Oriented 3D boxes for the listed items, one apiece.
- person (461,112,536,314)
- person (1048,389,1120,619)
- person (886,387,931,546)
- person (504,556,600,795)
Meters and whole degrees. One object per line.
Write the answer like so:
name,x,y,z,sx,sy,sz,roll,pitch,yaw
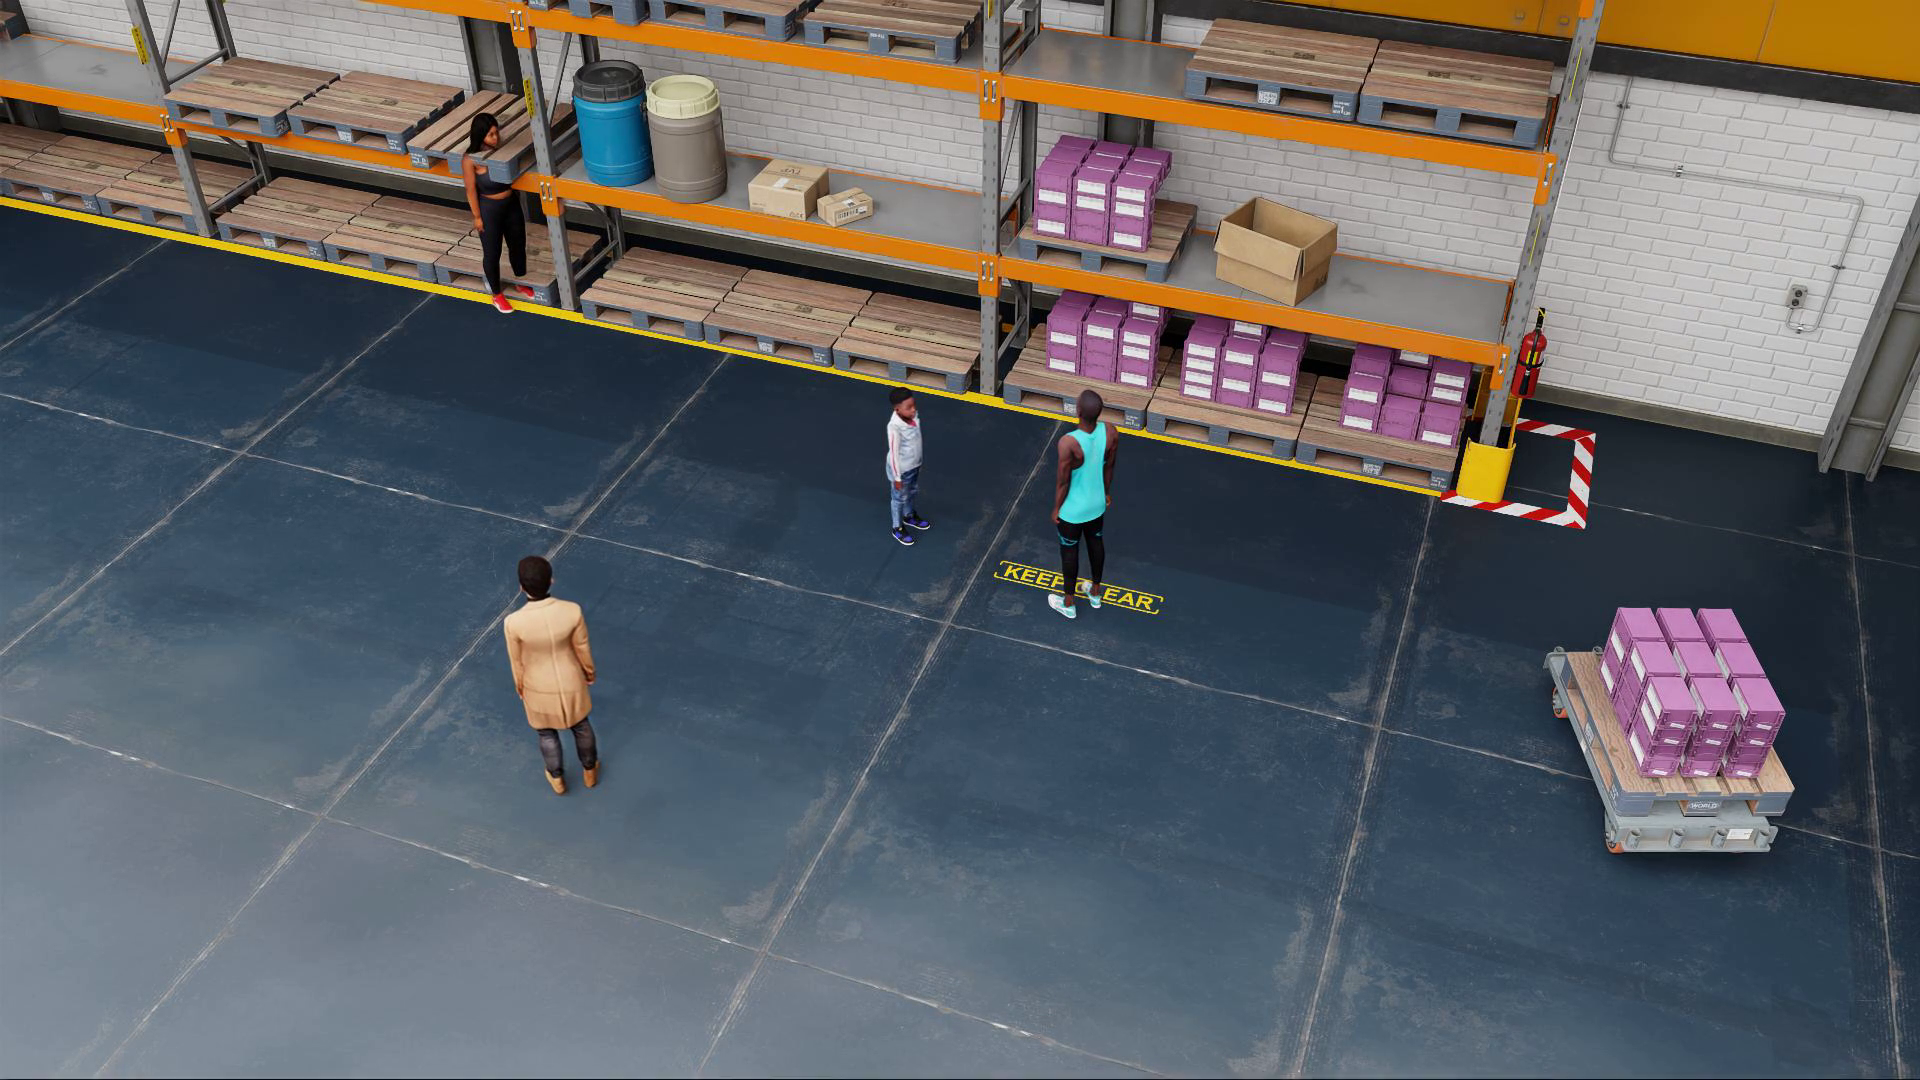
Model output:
person,-4.046,-2.885,14.539,0.738,1.816,0.743,29,47,31
person,0.834,-0.242,11.234,0.667,1.811,0.716,-18,42,-21
person,-0.402,-0.572,12.088,0.541,1.261,0.518,21,43,24
person,-2.439,0.833,9.960,0.748,1.721,0.811,-16,41,-19
